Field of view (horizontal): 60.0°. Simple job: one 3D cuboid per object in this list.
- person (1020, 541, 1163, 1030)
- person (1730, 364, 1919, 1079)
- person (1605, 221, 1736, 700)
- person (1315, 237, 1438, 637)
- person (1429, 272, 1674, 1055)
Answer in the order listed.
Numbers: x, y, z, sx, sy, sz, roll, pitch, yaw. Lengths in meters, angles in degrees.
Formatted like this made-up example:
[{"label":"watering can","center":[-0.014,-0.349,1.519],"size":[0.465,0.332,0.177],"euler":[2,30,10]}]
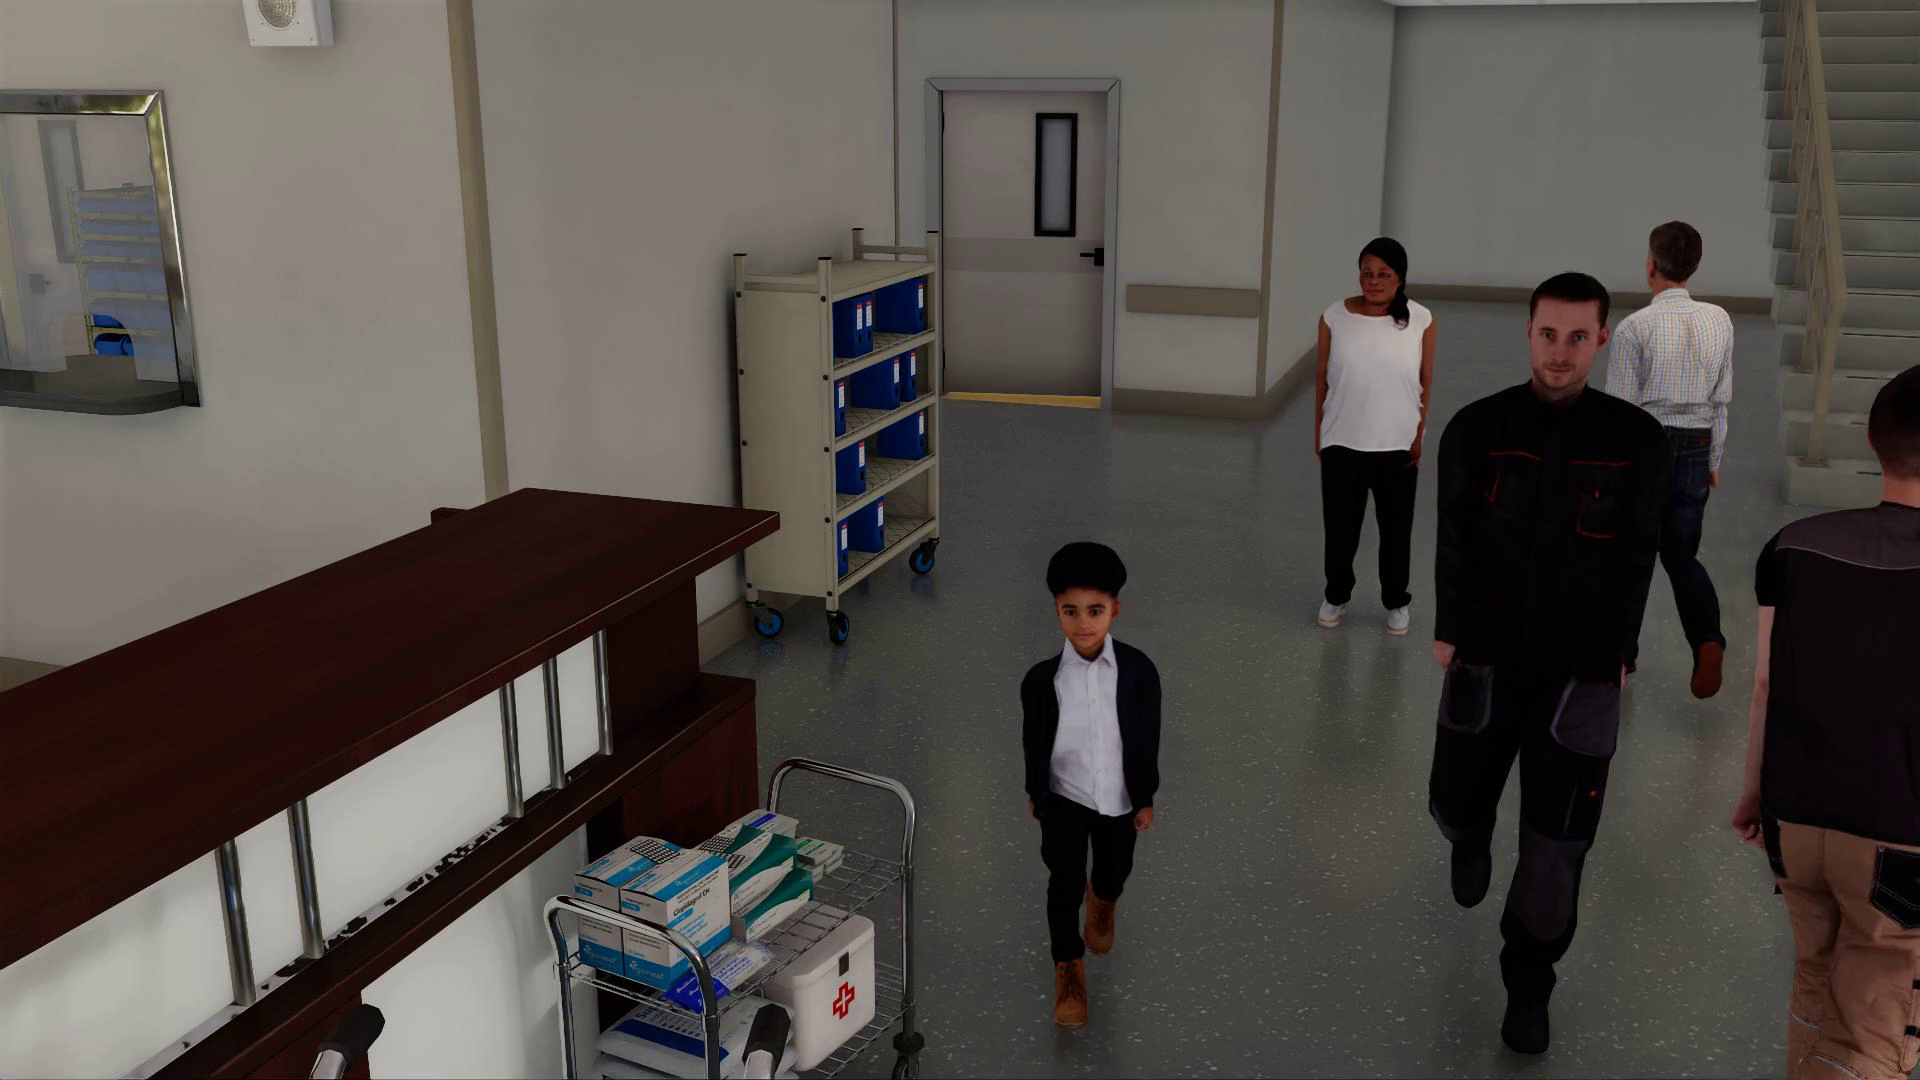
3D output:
[{"label":"person","center":[0.337,0.586,4.250],"size":[0.663,1.211,0.863],"euler":[0,16,1]},{"label":"person","center":[1.699,0.589,3.210],"size":[1.236,1.809,1.098],"euler":[-10,19,-32]},{"label":"person","center":[2.690,-0.269,6.282],"size":[0.936,1.793,1.181],"euler":[-1,16,-4]},{"label":"person","center":[1.762,-0.451,7.125],"size":[0.640,1.686,0.588],"euler":[5,17,17]},{"label":"person","center":[1.430,0.279,4.157],"size":[0.693,1.892,1.013],"euler":[6,17,21]}]
